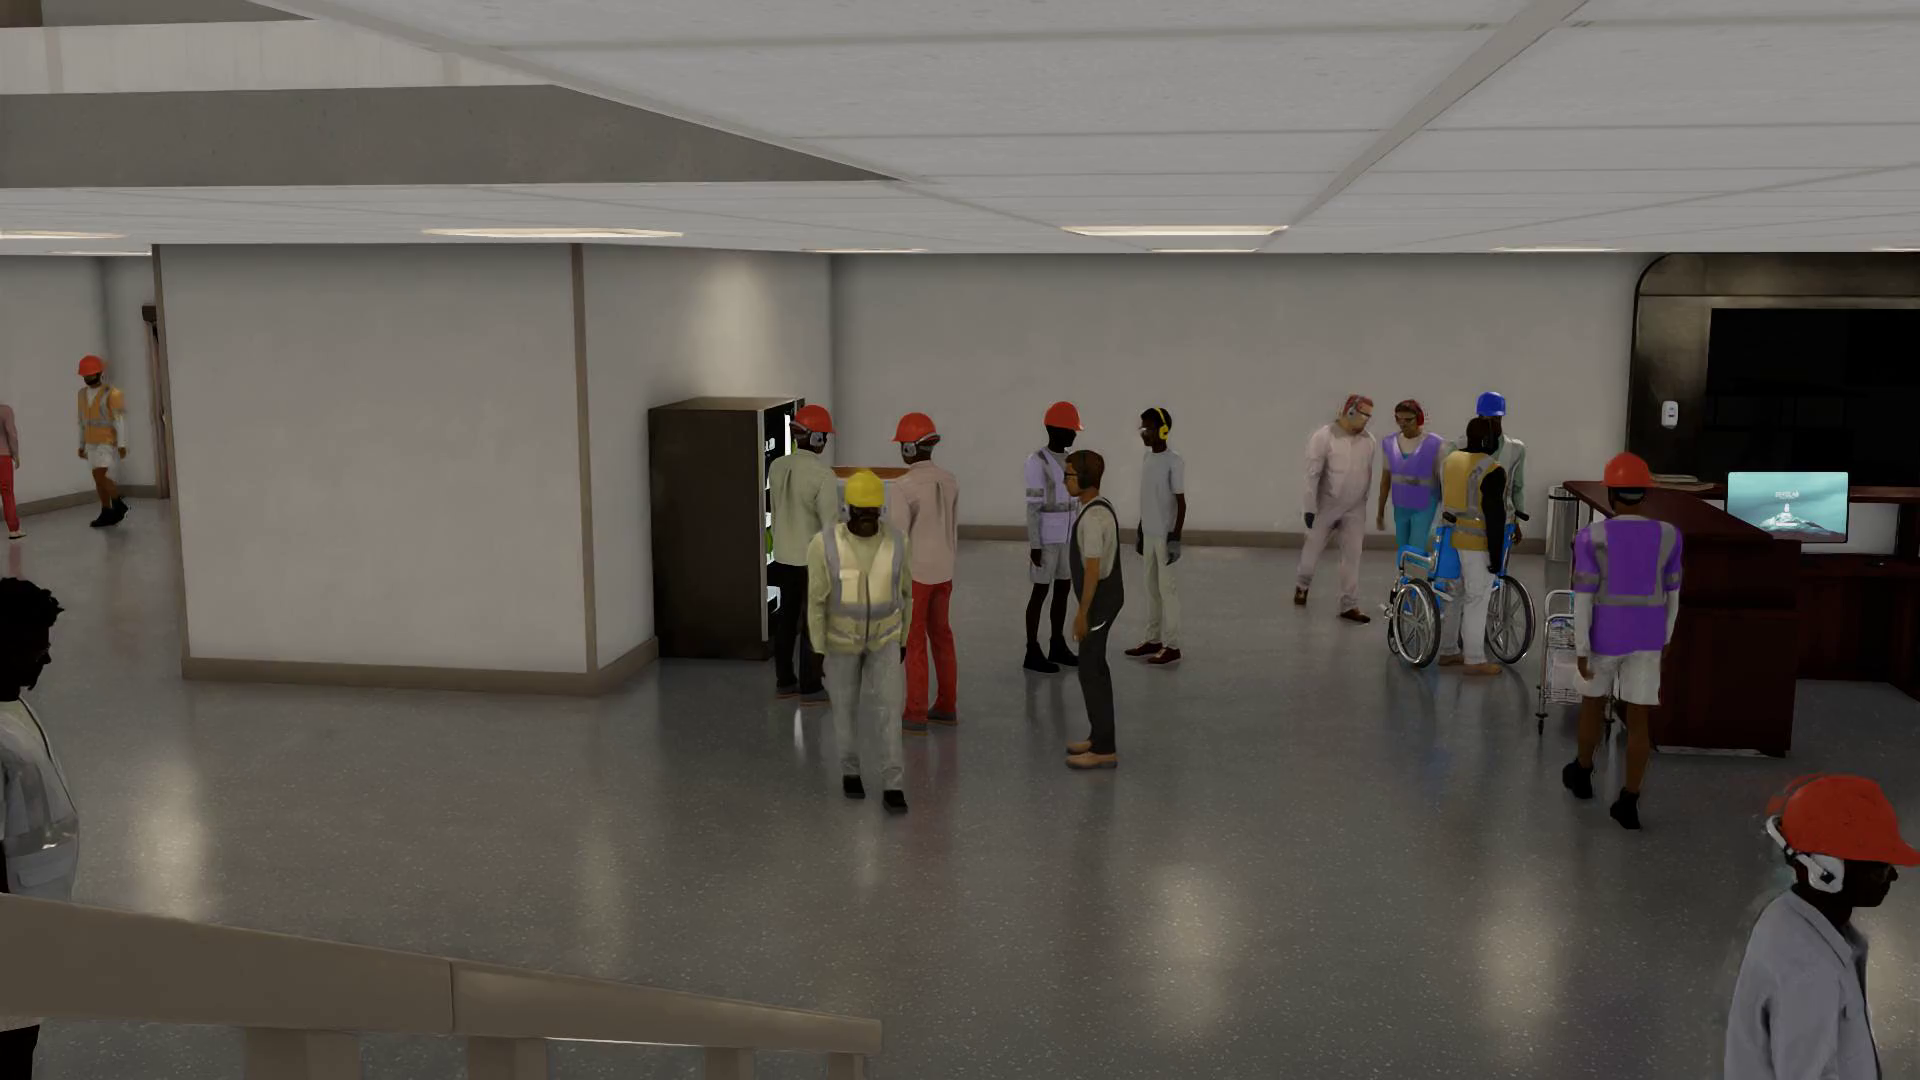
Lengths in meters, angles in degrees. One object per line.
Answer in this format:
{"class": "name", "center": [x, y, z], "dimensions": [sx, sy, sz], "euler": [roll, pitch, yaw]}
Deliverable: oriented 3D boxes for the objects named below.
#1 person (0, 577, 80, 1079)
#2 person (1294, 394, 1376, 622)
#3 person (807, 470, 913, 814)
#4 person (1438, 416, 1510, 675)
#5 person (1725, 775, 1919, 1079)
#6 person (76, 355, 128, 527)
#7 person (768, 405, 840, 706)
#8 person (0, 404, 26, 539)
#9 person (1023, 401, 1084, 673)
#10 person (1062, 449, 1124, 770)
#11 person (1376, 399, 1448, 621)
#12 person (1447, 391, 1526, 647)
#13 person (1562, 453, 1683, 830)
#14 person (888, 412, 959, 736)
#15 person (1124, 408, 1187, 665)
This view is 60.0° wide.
{"class": "person", "center": [-2.808, 1.076, 4.959], "dimensions": [0.378, 1.959, 0.604], "euler": [-4, 10, -23]}
{"class": "person", "center": [3.113, -0.299, 13.828], "dimensions": [0.691, 1.847, 1.005], "euler": [-2, 10, -15]}
{"class": "person", "center": [-0.503, 0.538, 8.750], "dimensions": [0.591, 1.798, 0.807], "euler": [-2, 9, -12]}
{"class": "person", "center": [3.637, 0.038, 11.764], "dimensions": [0.429, 1.835, 0.628], "euler": [-3, 10, -20]}
{"class": "person", "center": [1.847, 1.364, 3.854], "dimensions": [0.668, 1.733, 0.563], "euler": [6, 11, 33]}
{"class": "person", "center": [-9.542, -1.086, 18.413], "dimensions": [0.575, 1.914, 0.415], "euler": [3, 10, 18]}
{"class": "person", "center": [-0.996, 0.103, 10.909], "dimensions": [0.625, 1.981, 0.413], "euler": [8, 12, 42]}
{"class": "person", "center": [-10.243, -0.877, 17.609], "dimensions": [0.523, 1.763, 0.329], "euler": [-2, 9, -14]}
{"class": "person", "center": [0.693, -0.025, 11.852], "dimensions": [0.389, 1.928, 0.549], "euler": [8, 12, 42]}
{"class": "person", "center": [0.762, 0.390, 9.565], "dimensions": [0.363, 1.834, 0.522], "euler": [1, 9, 5]}
{"class": "person", "center": [3.680, -0.234, 13.503], "dimensions": [0.459, 1.816, 0.585], "euler": [-8, 12, -39]}
{"class": "person", "center": [3.958, -0.153, 12.568], "dimensions": [0.605, 1.949, 0.400], "euler": [0, 9, -1]}
{"class": "person", "center": [3.454, 0.494, 8.716], "dimensions": [0.556, 1.905, 0.849], "euler": [2, 9, 11]}
{"class": "person", "center": [-0.244, 0.205, 10.263], "dimensions": [0.403, 1.986, 0.608], "euler": [7, 11, 36]}
{"class": "person", "center": [1.437, -0.030, 12.070], "dimensions": [0.309, 1.864, 0.534], "euler": [-4, 10, -25]}
